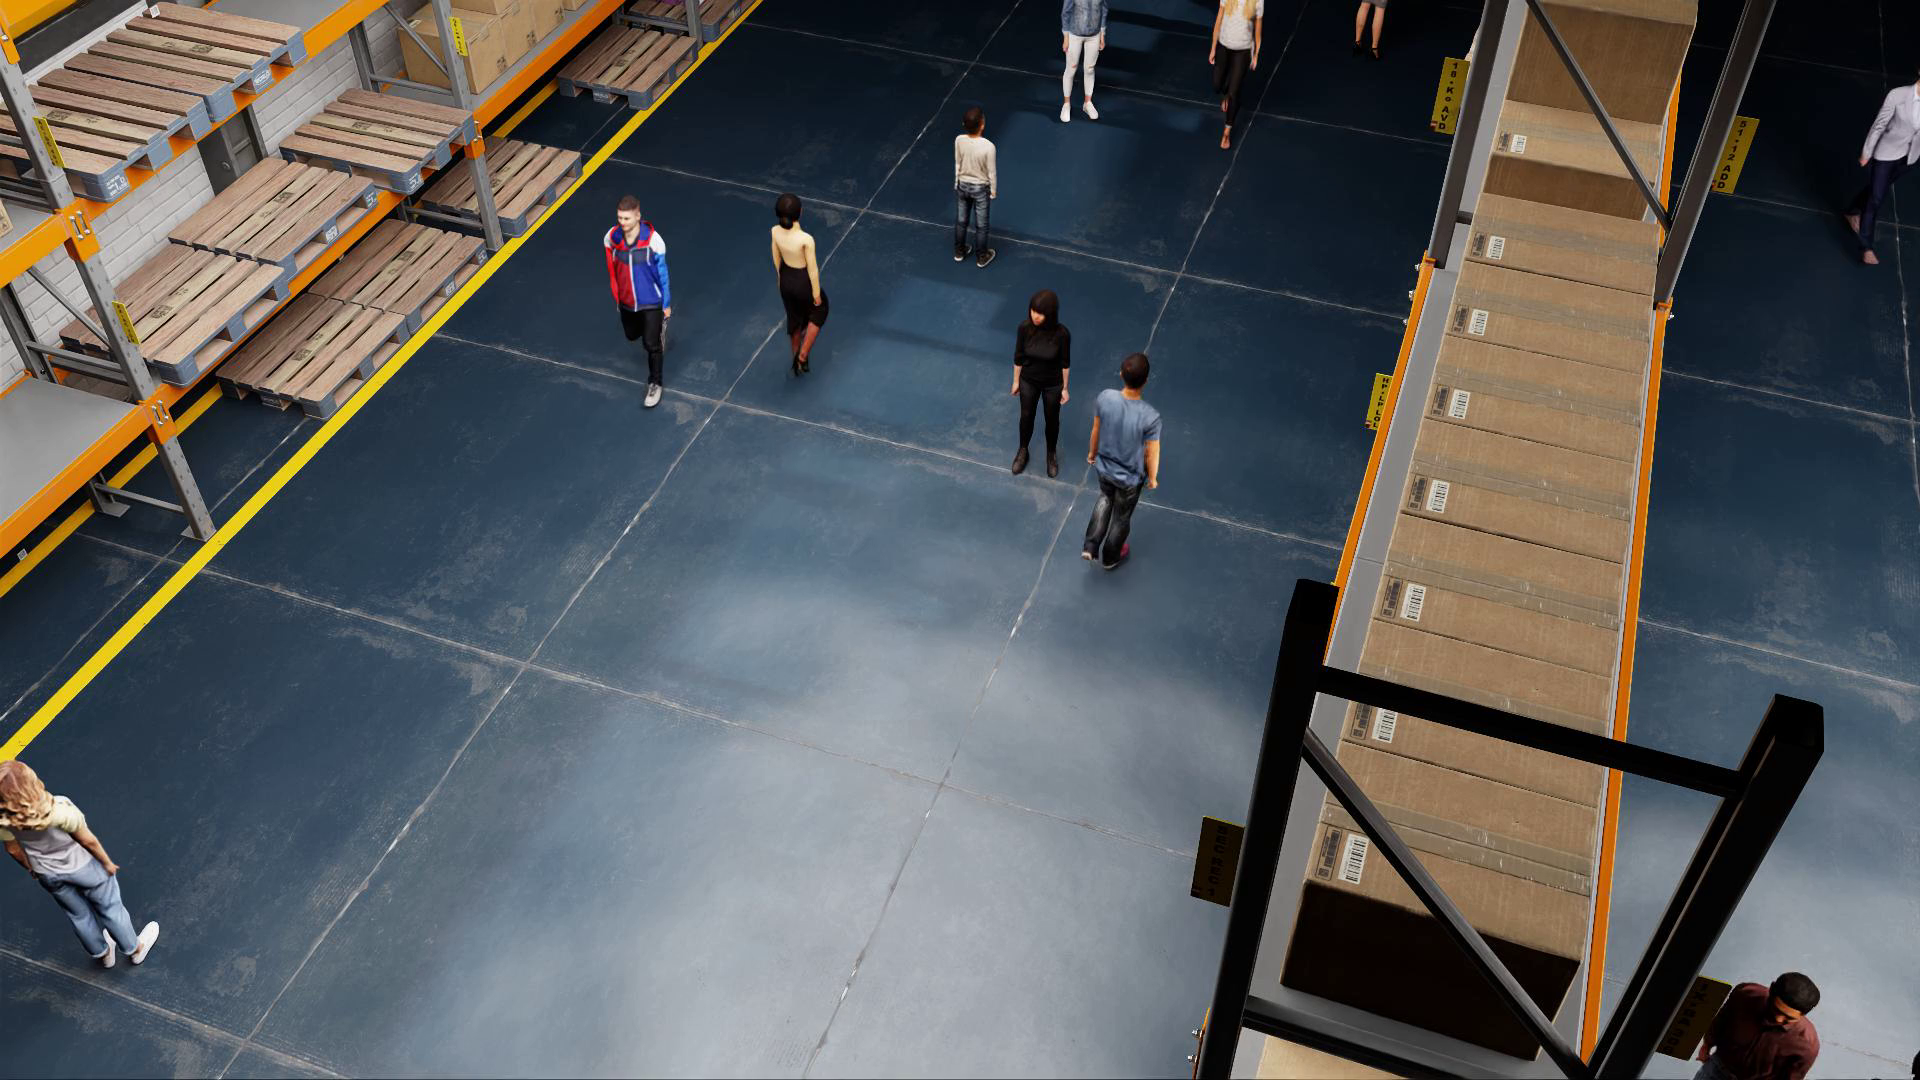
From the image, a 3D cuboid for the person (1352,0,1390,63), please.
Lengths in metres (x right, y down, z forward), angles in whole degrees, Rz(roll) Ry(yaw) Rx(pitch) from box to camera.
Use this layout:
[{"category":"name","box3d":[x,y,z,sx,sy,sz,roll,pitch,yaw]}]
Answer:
[{"category":"person","box3d":[4.250,-5.741,16.841,0.682,1.844,0.669,32,52,29]}]

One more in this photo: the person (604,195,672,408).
[{"category":"person","box3d":[-2.443,-1.934,12.918,0.719,1.741,1.022,8,44,9]}]

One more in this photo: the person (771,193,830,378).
[{"category":"person","box3d":[-1.303,-1.923,12.978,0.640,1.644,0.666,22,48,21]}]

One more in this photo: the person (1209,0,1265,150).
[{"category":"person","box3d":[2.603,-4.643,15.713,0.600,1.809,0.898,14,45,14]}]

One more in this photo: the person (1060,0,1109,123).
[{"category":"person","box3d":[1.185,-4.877,16.036,0.689,1.703,0.692,-7,44,-7]}]

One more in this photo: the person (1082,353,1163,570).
[{"category":"person","box3d":[1.053,-0.445,11.319,0.782,1.792,0.814,26,49,25]}]

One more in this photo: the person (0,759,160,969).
[{"category":"person","box3d":[-4.840,1.776,9.037,0.707,1.723,0.705,-5,44,-5]}]

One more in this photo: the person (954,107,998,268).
[{"category":"person","box3d":[0.107,-3.021,14.264,0.529,1.460,0.488,15,46,15]}]

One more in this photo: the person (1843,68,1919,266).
[{"category":"person","box3d":[8.059,-3.372,14.385,0.962,1.801,1.264,0,44,0]}]

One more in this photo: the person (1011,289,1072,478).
[{"category":"person","box3d":[0.602,-1.167,12.186,0.603,1.641,0.546,8,44,8]}]

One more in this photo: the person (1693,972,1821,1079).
[{"category":"person","box3d":[3.894,2.582,8.166,0.878,1.759,0.815,-30,51,-28]}]
